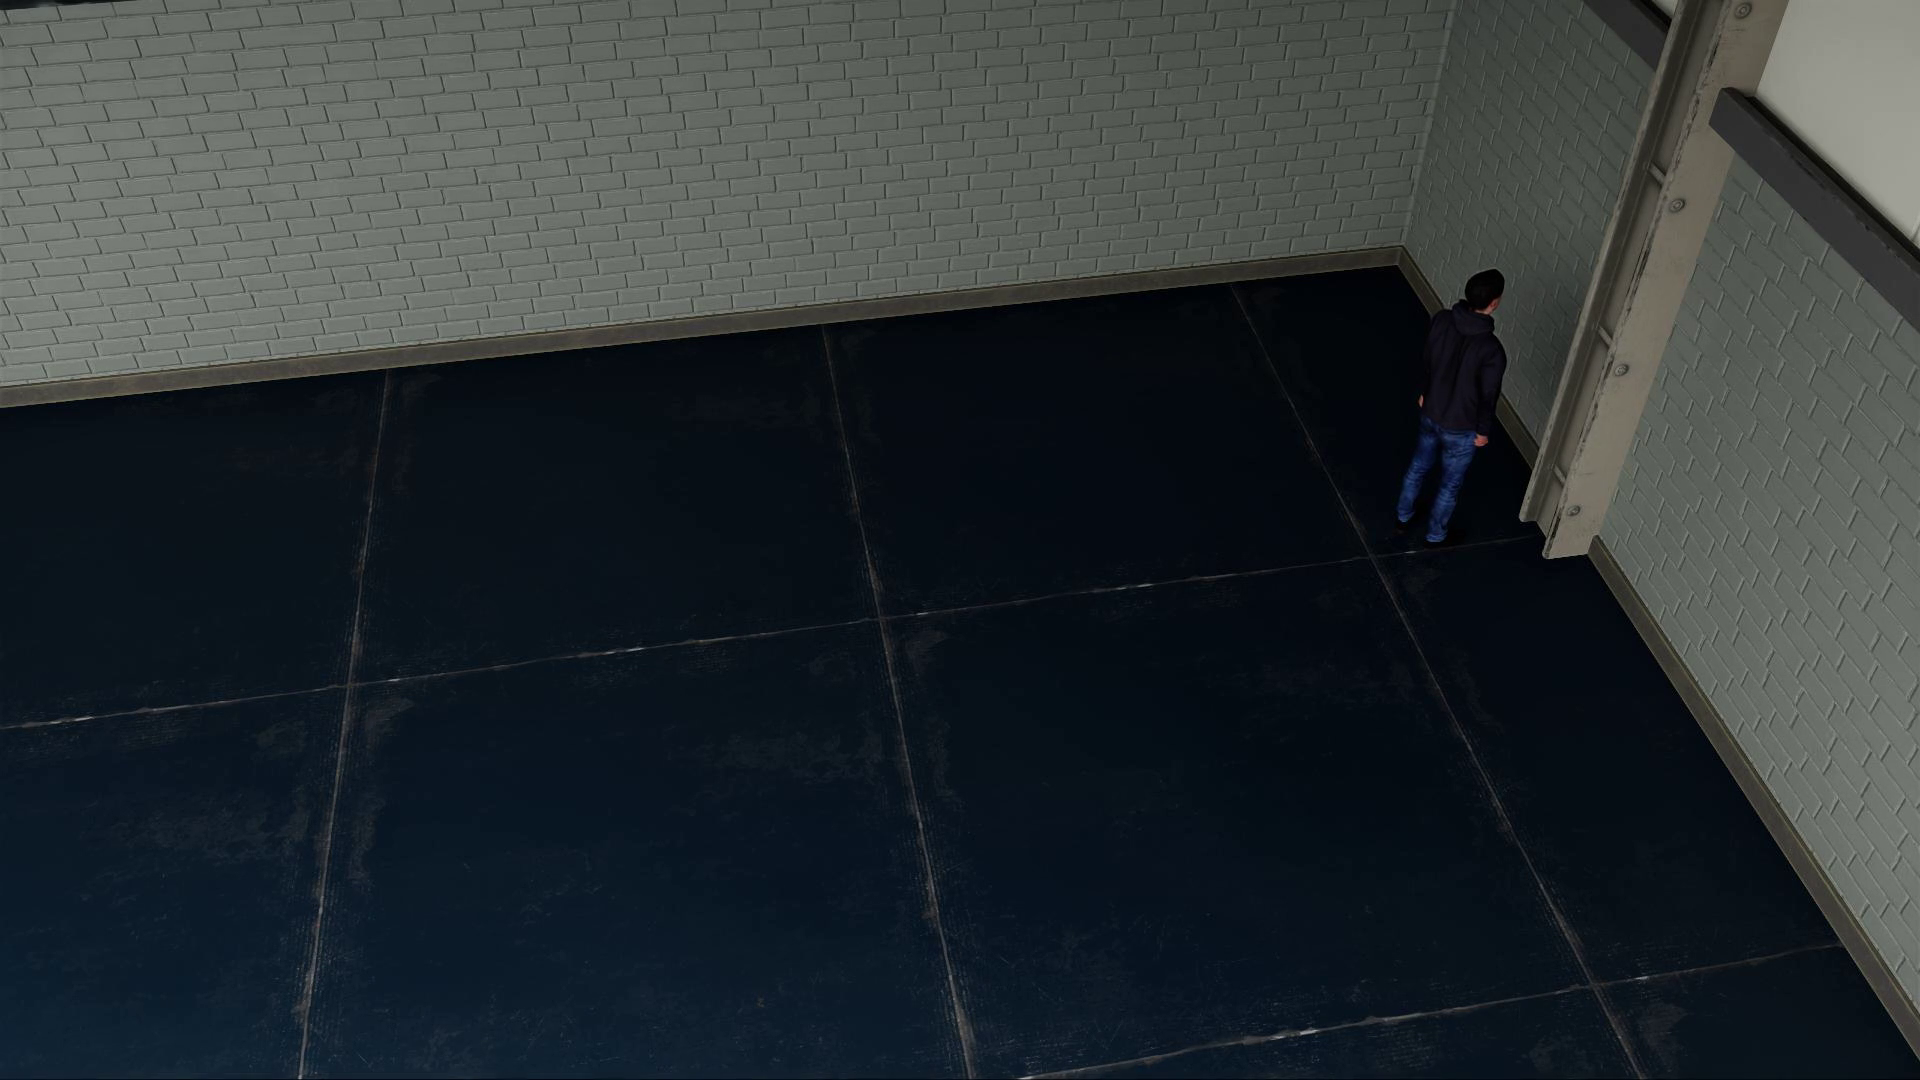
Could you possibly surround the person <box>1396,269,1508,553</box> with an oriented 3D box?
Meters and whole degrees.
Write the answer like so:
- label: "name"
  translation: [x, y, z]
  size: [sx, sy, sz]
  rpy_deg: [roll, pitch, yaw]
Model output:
- label: "person"
  translation: [2.822, -0.728, 9.557]
  size: [0.817, 1.895, 0.680]
  rpy_deg: [-27, 49, -26]
